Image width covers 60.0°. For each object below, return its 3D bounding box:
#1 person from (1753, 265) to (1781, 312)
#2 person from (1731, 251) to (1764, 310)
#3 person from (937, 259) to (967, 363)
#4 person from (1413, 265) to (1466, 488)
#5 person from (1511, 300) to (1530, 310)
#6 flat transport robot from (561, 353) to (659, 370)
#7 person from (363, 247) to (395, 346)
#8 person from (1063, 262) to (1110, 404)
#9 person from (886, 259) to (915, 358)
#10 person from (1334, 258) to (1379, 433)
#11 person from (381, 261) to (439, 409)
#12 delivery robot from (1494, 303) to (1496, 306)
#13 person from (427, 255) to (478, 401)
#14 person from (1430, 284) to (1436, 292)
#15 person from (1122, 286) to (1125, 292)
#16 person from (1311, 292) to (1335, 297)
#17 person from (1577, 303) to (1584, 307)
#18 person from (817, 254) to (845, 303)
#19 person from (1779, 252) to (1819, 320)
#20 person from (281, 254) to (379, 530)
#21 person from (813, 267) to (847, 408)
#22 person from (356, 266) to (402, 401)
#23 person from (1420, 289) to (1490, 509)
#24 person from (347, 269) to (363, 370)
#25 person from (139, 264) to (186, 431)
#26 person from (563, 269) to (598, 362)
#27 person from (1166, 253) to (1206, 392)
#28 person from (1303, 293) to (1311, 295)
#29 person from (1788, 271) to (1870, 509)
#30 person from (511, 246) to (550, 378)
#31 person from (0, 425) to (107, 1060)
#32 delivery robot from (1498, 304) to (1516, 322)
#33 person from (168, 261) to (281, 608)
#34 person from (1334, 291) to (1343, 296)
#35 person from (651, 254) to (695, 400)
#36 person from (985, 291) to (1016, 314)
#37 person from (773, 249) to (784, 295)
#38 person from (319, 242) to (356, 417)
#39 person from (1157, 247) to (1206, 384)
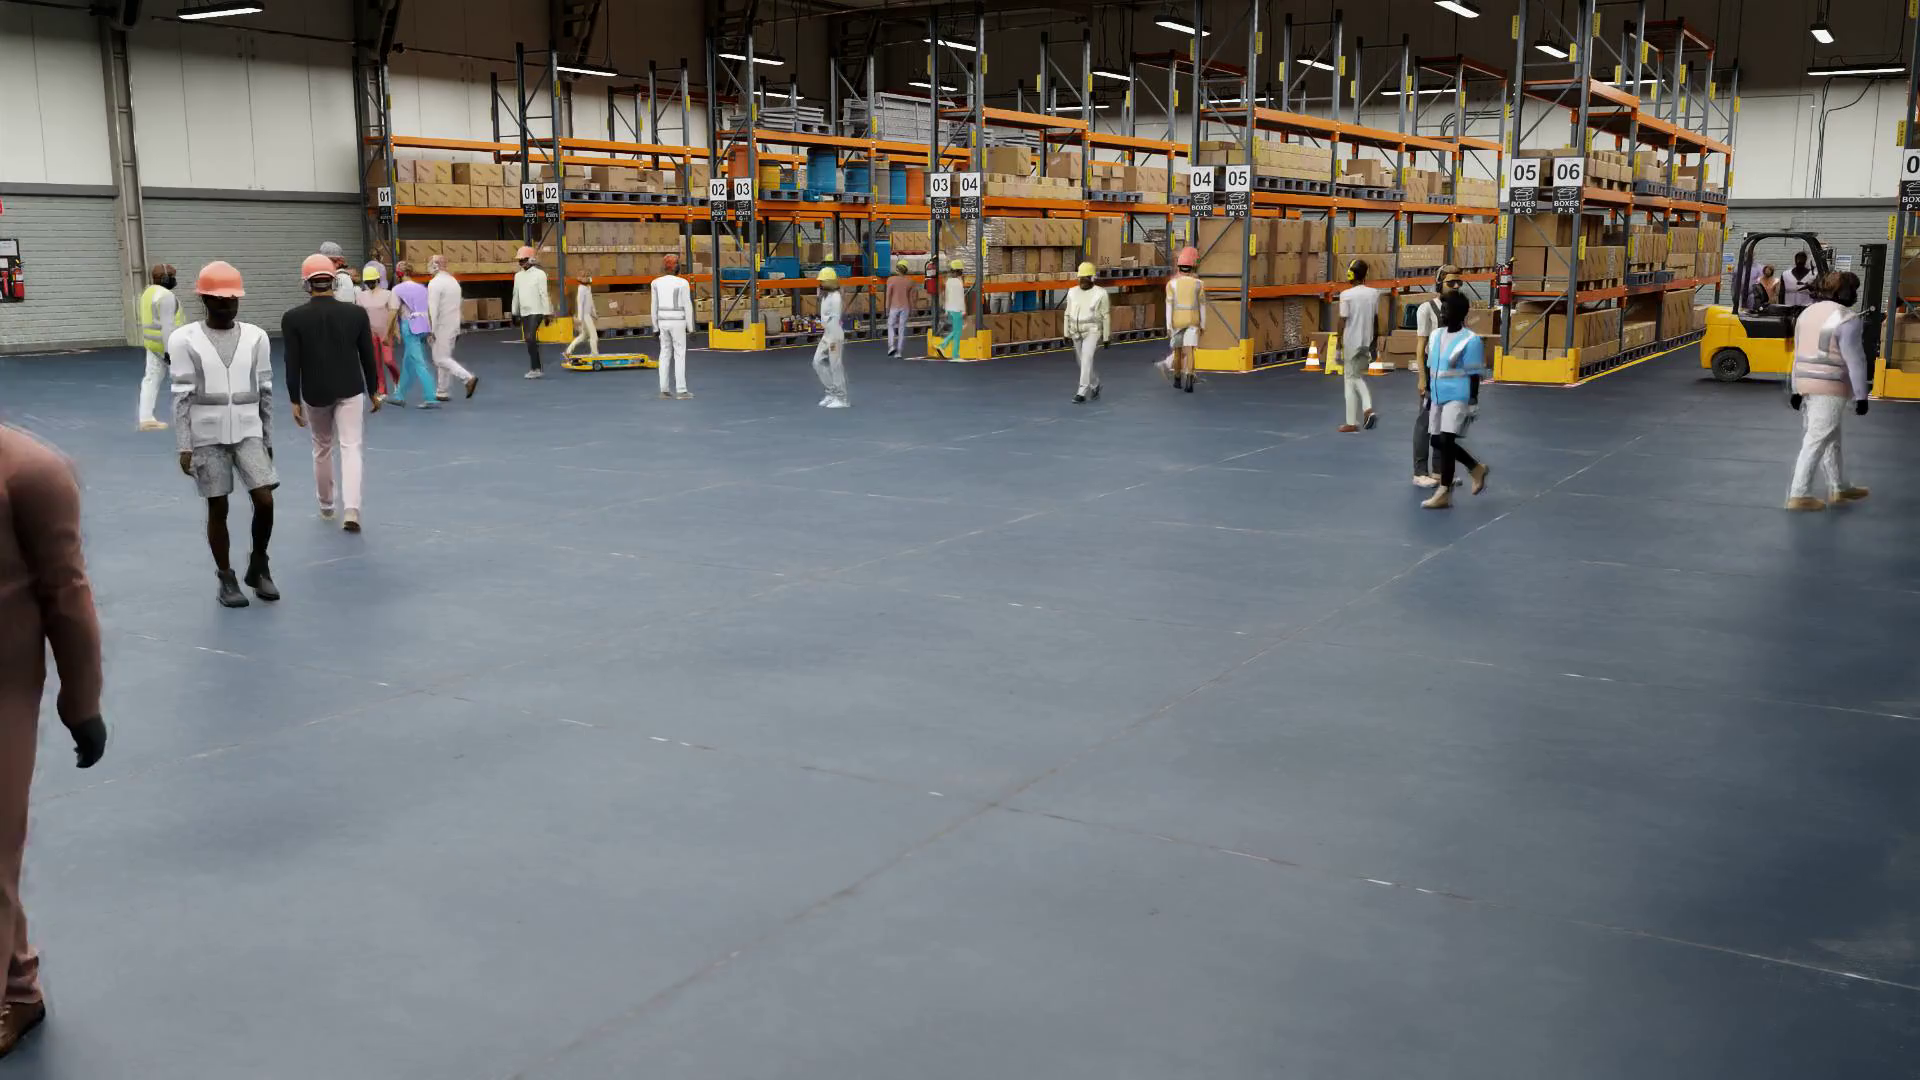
[{"bbox_3d":[15.909,-4.616,32.804,0.526,1.587,0.879,7,12,35],"label":"person"},{"bbox_3d":[16.612,-5.159,35.125,0.659,1.853,1.022,6,12,32],"label":"person"},{"bbox_3d":[-0.093,-3.875,28.206,0.431,1.754,0.530,-4,11,-23],"label":"person"},{"bbox_3d":[4.013,-1.361,13.860,0.504,1.847,0.345,-6,12,-30],"label":"person"},{"bbox_3d":[14.080,-6.391,41.913,0.983,1.879,0.585,7,12,36],"label":"person"},{"bbox_3d":[-5.637,-2.884,26.801,1.431,0.197,0.652,-6,12,-30],"label":"flat transport robot"},{"bbox_3d":[-11.463,-4.780,32.750,0.630,1.940,0.372,7,12,34],"label":"person"},{"bbox_3d":[1.643,-2.662,21.294,0.580,1.797,0.904,7,12,35],"label":"person"},{"bbox_3d":[-1.058,-4.076,29.361,0.534,1.742,0.389,-3,10,-14],"label":"person"},{"bbox_3d":[4.217,-2.058,17.717,0.544,1.860,0.413,-5,11,-25],"label":"person"},{"bbox_3d":[-6.802,-2.502,20.374,0.917,1.792,0.554,3,11,16],"label":"person"},{"bbox_3d":[13.137,-5.601,40.961,0.477,0.478,0.707,-3,10,-15],"label":"delivery robot"},{"bbox_3d":[-6.509,-2.689,21.228,0.712,1.880,0.688,2,10,9],"label":"person"},{"bbox_3d":[12.258,-6.510,42.716,0.925,1.836,0.519,3,11,16],"label":"person"},{"bbox_3d":[4.558,-6.747,43.818,0.548,1.919,0.607,4,11,20],"label":"person"},{"bbox_3d":[7.566,-5.116,34.814,0.595,1.869,0.993,7,12,33],"label":"person"},{"bbox_3d":[15.293,-6.281,40.933,0.563,2.020,0.648,6,12,31],"label":"person"},{"bbox_3d":[-2.937,-5.574,37.644,0.615,1.780,0.952,5,11,26],"label":"person"},{"bbox_3d":[14.521,-4.042,28.818,0.611,1.865,0.999,5,11,27],"label":"person"},{"bbox_3d":[-4.469,-1.053,11.860,0.624,1.954,1.006,-4,11,-21],"label":"person"},{"bbox_3d":[-1.601,-2.484,20.468,0.469,1.724,0.510,-4,11,-20],"label":"person"},{"bbox_3d":[-7.472,-2.651,21.399,0.538,1.740,0.488,1,10,3],"label":"person"},{"bbox_3d":[3.832,-1.086,12.773,0.646,1.674,0.529,-4,11,-22],"label":"person"},{"bbox_3d":[-9.636,-3.495,26.442,0.498,1.616,0.345,5,11,27],"label":"person"},{"bbox_3d":[-8.578,-2.105,18.163,0.657,1.791,0.941,9,14,42],"label":"person"},{"bbox_3d":[-6.336,-3.760,27.980,0.757,1.604,0.500,0,10,-1],"label":"person"},{"bbox_3d":[3.105,-2.989,22.874,0.560,1.894,0.987,0,10,1],"label":"person"},{"bbox_3d":[9.195,-6.659,44.111,0.305,1.639,0.522,4,11,24],"label":"person"},{"bbox_3d":[6.734,-1.130,12.668,0.848,1.807,0.645,-1,10,-4],"label":"person"},{"bbox_3d":[-6.461,-3.378,24.802,0.641,1.971,0.617,6,12,32],"label":"person"},{"bbox_3d":[-2.404,0.419,3.801,0.670,1.865,0.945,0,10,-1],"label":"person"},{"bbox_3d":[13.120,-5.500,40.392,0.707,0.478,0.477,0,10,-3],"label":"delivery robot"},{"bbox_3d":[-4.048,-0.566,9.193,0.557,1.919,0.452,-8,13,-37],"label":"person"},{"bbox_3d":[8.194,-5.514,37.033,0.647,1.880,0.775,8,13,37],"label":"person"},{"bbox_3d":[-3.725,-2.759,21.583,0.584,1.882,0.337,5,11,24],"label":"person"},{"bbox_3d":[0.802,-4.825,33.029,0.630,1.933,0.359,0,10,1],"label":"person"},{"bbox_3d":[-4.662,-6.656,43.179,0.616,1.964,0.361,10,14,43],"label":"person"},{"bbox_3d":[-7.343,-2.465,19.497,0.537,2.000,0.675,-5,11,-26],"label":"person"},{"bbox_3d":[3.184,-3.184,23.702,0.743,1.978,0.623,-3,11,-17],"label":"person"}]
